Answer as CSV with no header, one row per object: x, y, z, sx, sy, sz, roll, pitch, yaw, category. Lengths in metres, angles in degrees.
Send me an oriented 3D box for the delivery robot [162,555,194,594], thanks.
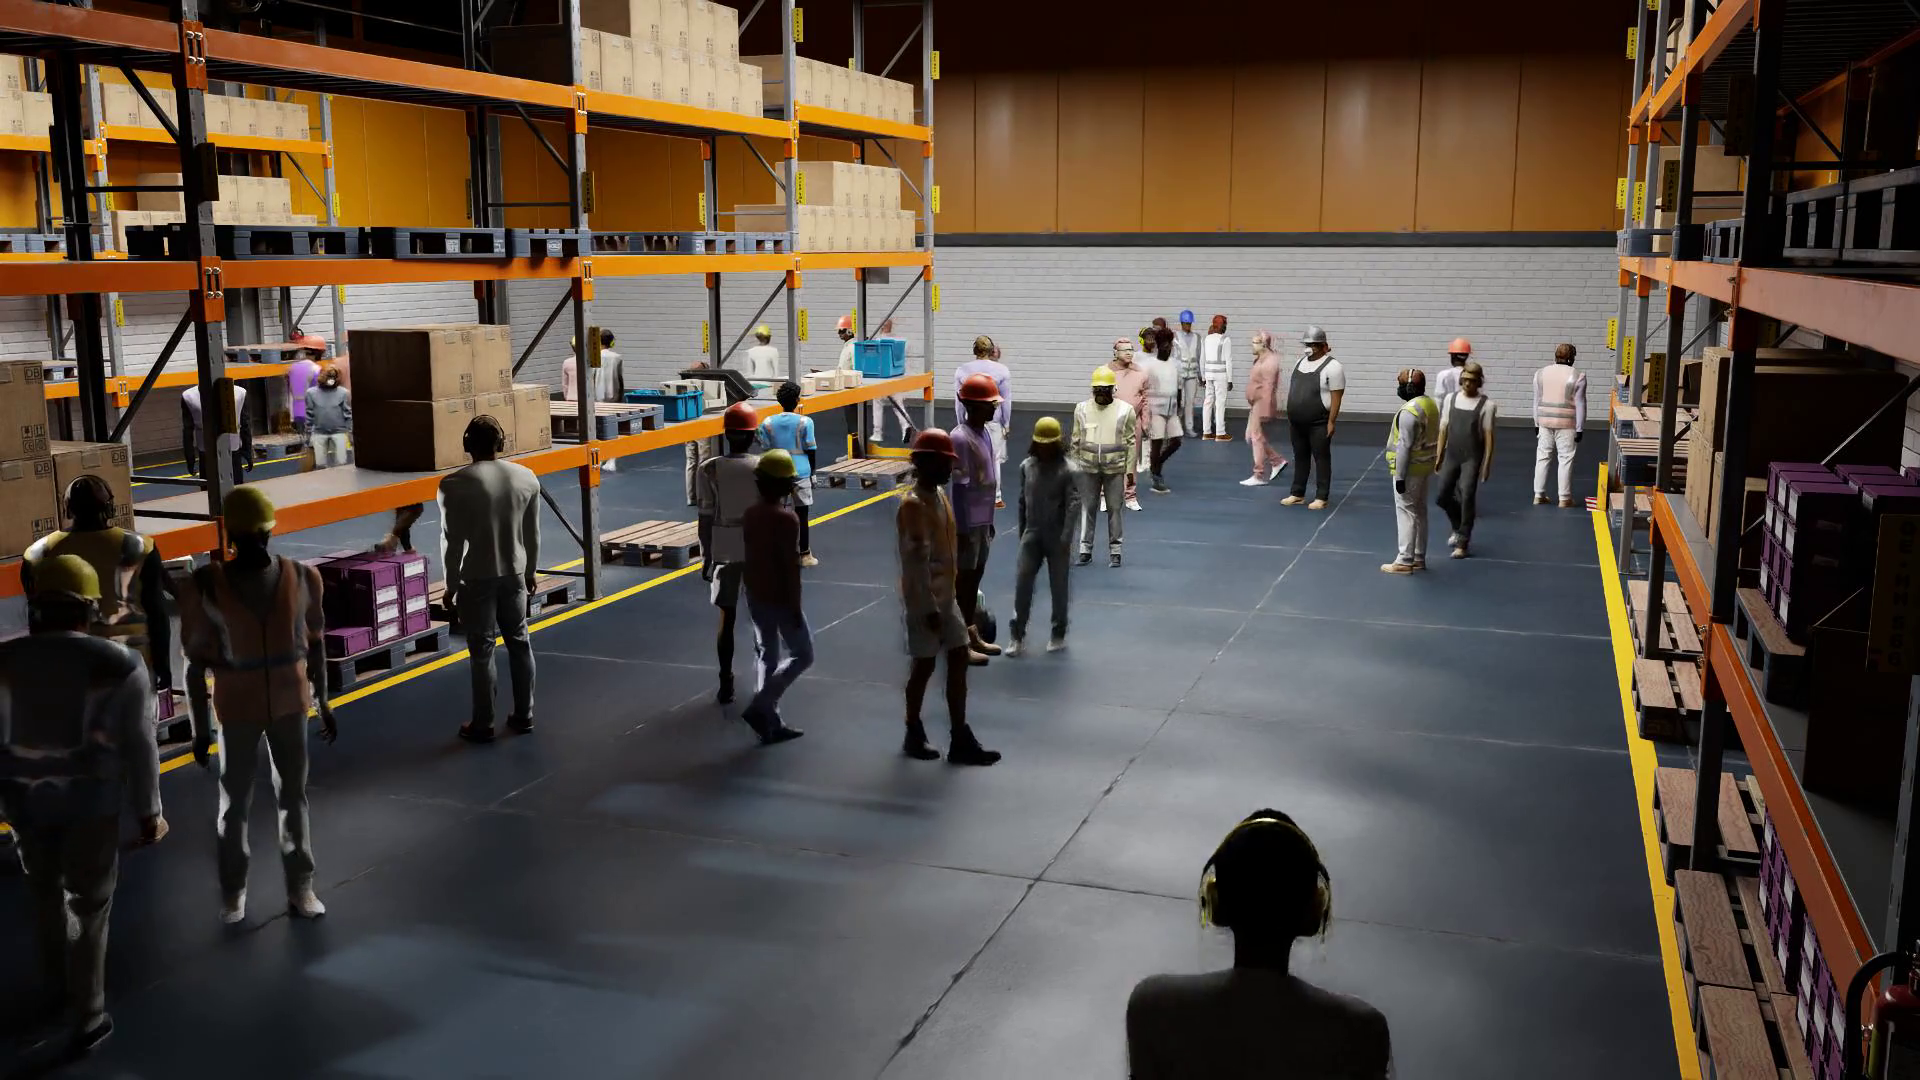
-6.465,0.206,13.581,0.477,0.478,0.707,-6,12,-28,delivery robot

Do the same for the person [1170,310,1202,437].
3.413,-2.519,25.269,0.615,1.945,0.404,-3,10,-16,person

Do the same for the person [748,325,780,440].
-2.877,-2.294,24.537,0.547,1.748,0.411,5,11,25,person

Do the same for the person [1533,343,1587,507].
6.720,-1.281,18.634,0.616,1.836,0.428,10,14,44,person

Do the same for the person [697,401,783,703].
-1.392,0.083,10.642,0.552,1.936,0.360,0,10,-2,person

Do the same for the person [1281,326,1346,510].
3.886,-1.360,18.481,0.536,2.000,0.672,-7,12,-36,person

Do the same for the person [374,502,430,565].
-5.000,-0.684,14.753,0.612,2.023,0.767,3,10,15,person

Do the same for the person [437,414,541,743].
-2.772,0.226,9.835,0.631,1.939,0.370,-9,14,-42,person

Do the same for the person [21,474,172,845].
-4.153,0.594,8.076,0.618,1.836,0.430,-2,10,-11,person

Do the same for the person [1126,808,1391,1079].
0.541,1.439,3.263,0.532,1.856,0.391,1,10,7,person

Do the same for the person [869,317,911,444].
-1.038,-2.360,24.586,0.643,1.875,0.851,-5,11,-26,person

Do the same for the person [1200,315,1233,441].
3.846,-2.418,24.880,0.337,1.882,0.584,-9,13,-40,person

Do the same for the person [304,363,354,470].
-7.100,-1.191,18.730,0.519,1.610,0.447,-4,11,-21,person

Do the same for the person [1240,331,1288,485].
3.701,-1.596,20.218,0.486,1.892,0.667,1,10,6,person

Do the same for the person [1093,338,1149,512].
1.777,-1.262,18.288,0.651,1.913,0.409,-2,10,-11,person

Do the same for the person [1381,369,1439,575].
4.015,-0.608,14.843,0.428,1.837,0.624,7,12,36,person

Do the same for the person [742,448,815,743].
-1.082,0.341,9.682,0.406,1.751,0.545,-9,13,-40,person

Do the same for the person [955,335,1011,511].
0.258,-1.283,18.334,0.630,1.940,0.372,2,10,12,person

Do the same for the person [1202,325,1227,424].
4.157,-2.710,27.210,0.306,1.640,0.522,-10,14,-43,person

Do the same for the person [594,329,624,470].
-4.669,-1.841,21.806,0.566,1.813,0.828,-5,11,-26,person

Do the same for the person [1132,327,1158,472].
2.415,-1.813,21.514,0.538,1.869,0.313,-8,13,-39,person

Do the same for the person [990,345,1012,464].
0.444,-1.767,21.954,0.541,1.606,0.758,2,10,10,person

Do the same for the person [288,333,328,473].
-7.468,-1.436,19.247,0.563,1.907,0.613,7,12,33,person

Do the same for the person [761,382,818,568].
-1.537,-0.585,15.080,0.531,1.698,0.320,3,10,16,person

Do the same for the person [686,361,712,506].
-2.906,-1.173,18.580,0.516,1.637,0.312,8,13,39,person

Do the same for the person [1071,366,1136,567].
1.298,-0.665,15.150,0.601,1.830,0.404,2,10,14,person

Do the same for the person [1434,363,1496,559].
4.740,-0.756,15.651,0.573,1.833,0.539,9,14,42,person

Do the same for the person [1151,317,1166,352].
3.044,-2.565,25.942,0.701,1.804,0.617,-3,11,-18,person

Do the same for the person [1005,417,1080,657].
0.621,-0.024,11.851,0.518,1.713,0.582,5,11,27,person

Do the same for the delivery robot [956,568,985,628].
-0.060,0.429,12.323,0.477,0.478,0.707,-3,11,-15,delivery robot

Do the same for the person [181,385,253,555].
-7.045,-0.816,15.802,0.598,1.908,0.398,-5,11,-25,person

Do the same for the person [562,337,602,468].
-4.971,-1.809,21.799,0.526,1.761,0.337,6,12,31,person

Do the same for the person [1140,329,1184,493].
2.379,-1.529,19.685,0.626,1.948,0.457,-6,12,-29,person

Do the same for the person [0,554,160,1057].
-3.300,0.954,6.194,0.617,1.784,0.810,-2,10,-10,person

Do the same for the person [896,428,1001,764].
-0.109,0.338,9.342,0.638,1.887,0.660,6,12,31,person

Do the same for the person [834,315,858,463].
-1.461,-1.981,22.103,0.395,1.993,0.614,-3,10,-15,person

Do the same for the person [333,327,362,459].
-7.011,-1.523,19.647,0.653,1.949,0.962,0,10,-2,person

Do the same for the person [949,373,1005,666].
0.125,-0.153,11.677,0.394,2.041,0.612,4,11,20,person

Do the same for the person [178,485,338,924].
-3.012,0.708,7.176,0.593,1.929,0.390,-7,12,-34,person

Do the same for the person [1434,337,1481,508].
5.461,-1.267,18.295,0.569,1.917,0.657,-3,11,-18,person
